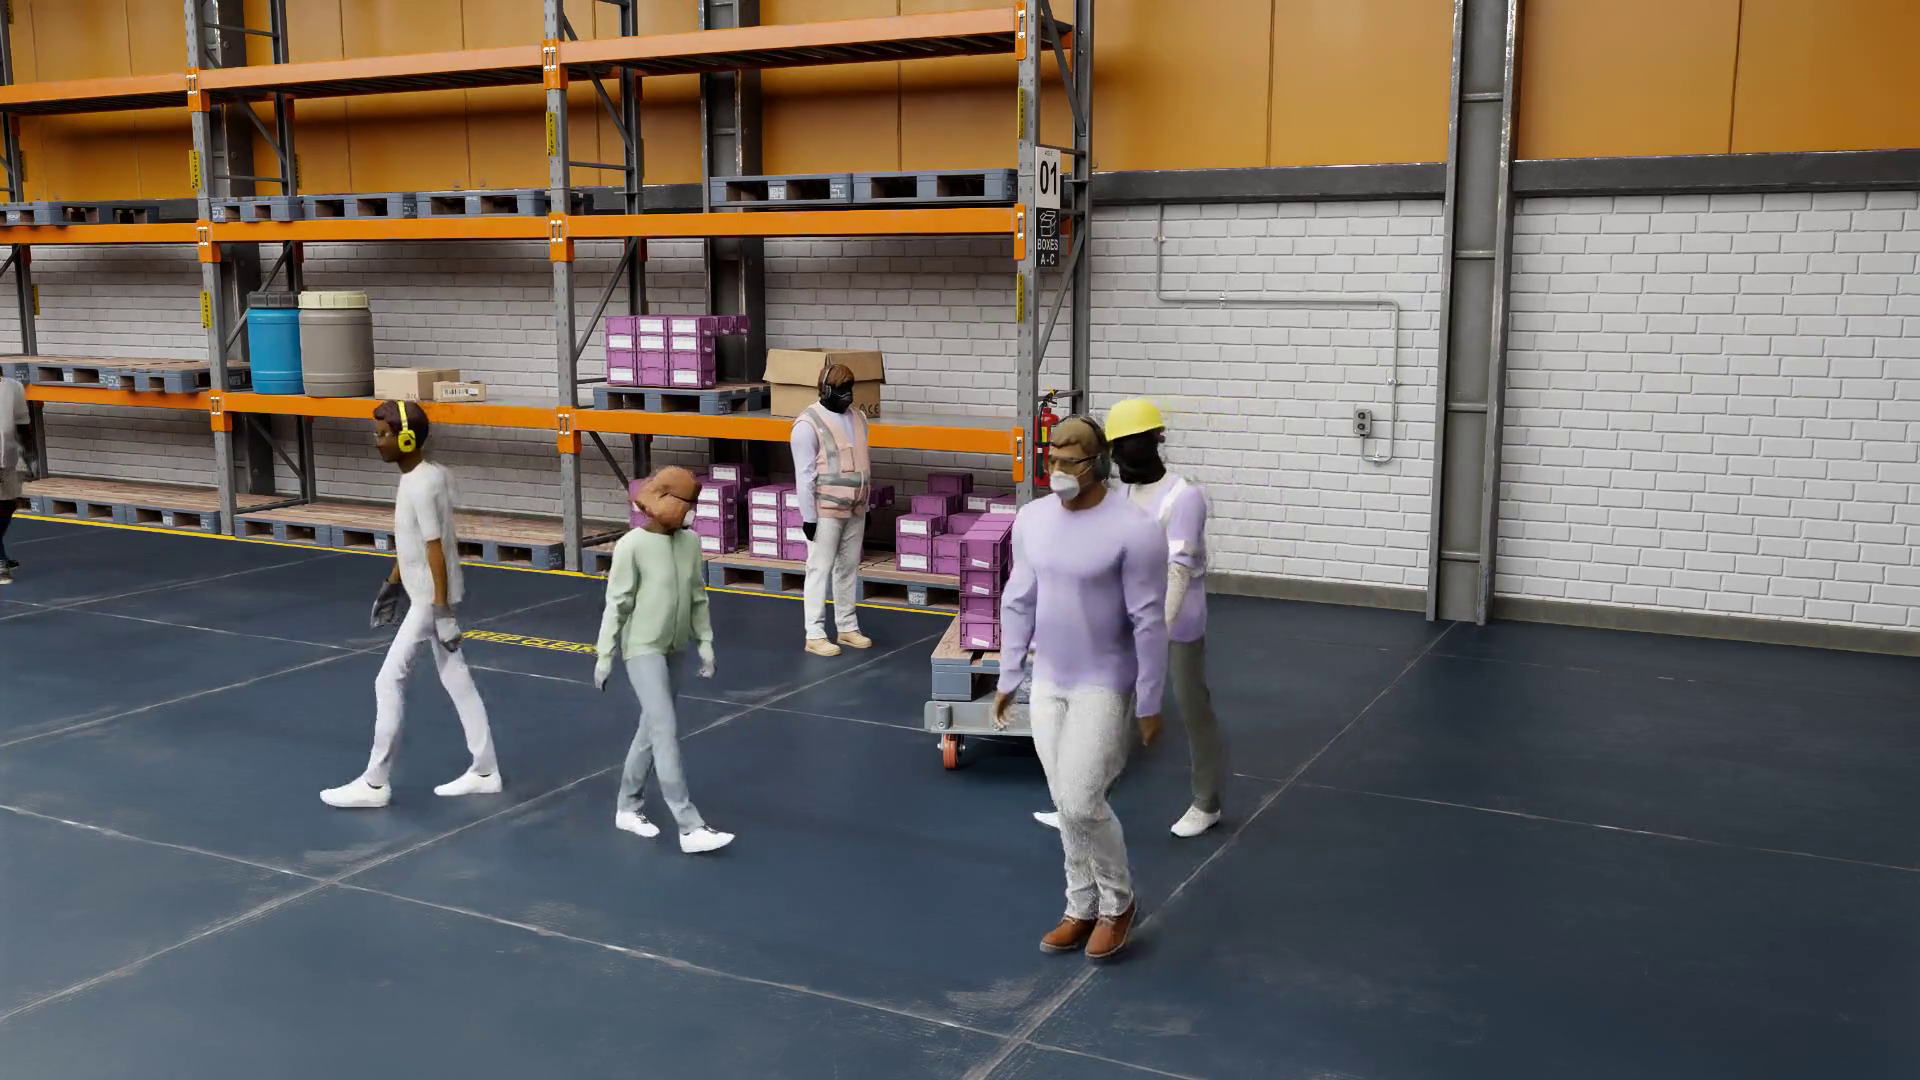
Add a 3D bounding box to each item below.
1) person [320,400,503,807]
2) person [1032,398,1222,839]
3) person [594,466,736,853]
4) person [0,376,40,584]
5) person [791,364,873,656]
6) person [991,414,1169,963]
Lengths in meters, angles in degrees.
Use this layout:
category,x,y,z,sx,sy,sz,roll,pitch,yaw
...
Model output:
category,x,y,z,sx,sy,sz,roll,pitch,yaw
person,-2.517,0.292,7.482,0.882,1.832,0.517,-2,9,-11
person,0.751,0.358,6.919,0.937,1.872,0.616,-6,11,-32
person,-1.193,0.497,6.940,0.771,1.595,0.542,5,11,30
person,-7.595,-0.632,12.956,0.753,1.925,0.654,5,11,29
person,-0.778,-0.191,10.484,0.430,1.836,0.619,7,11,36
person,0.403,0.521,5.783,0.437,1.921,0.640,-8,12,-42
